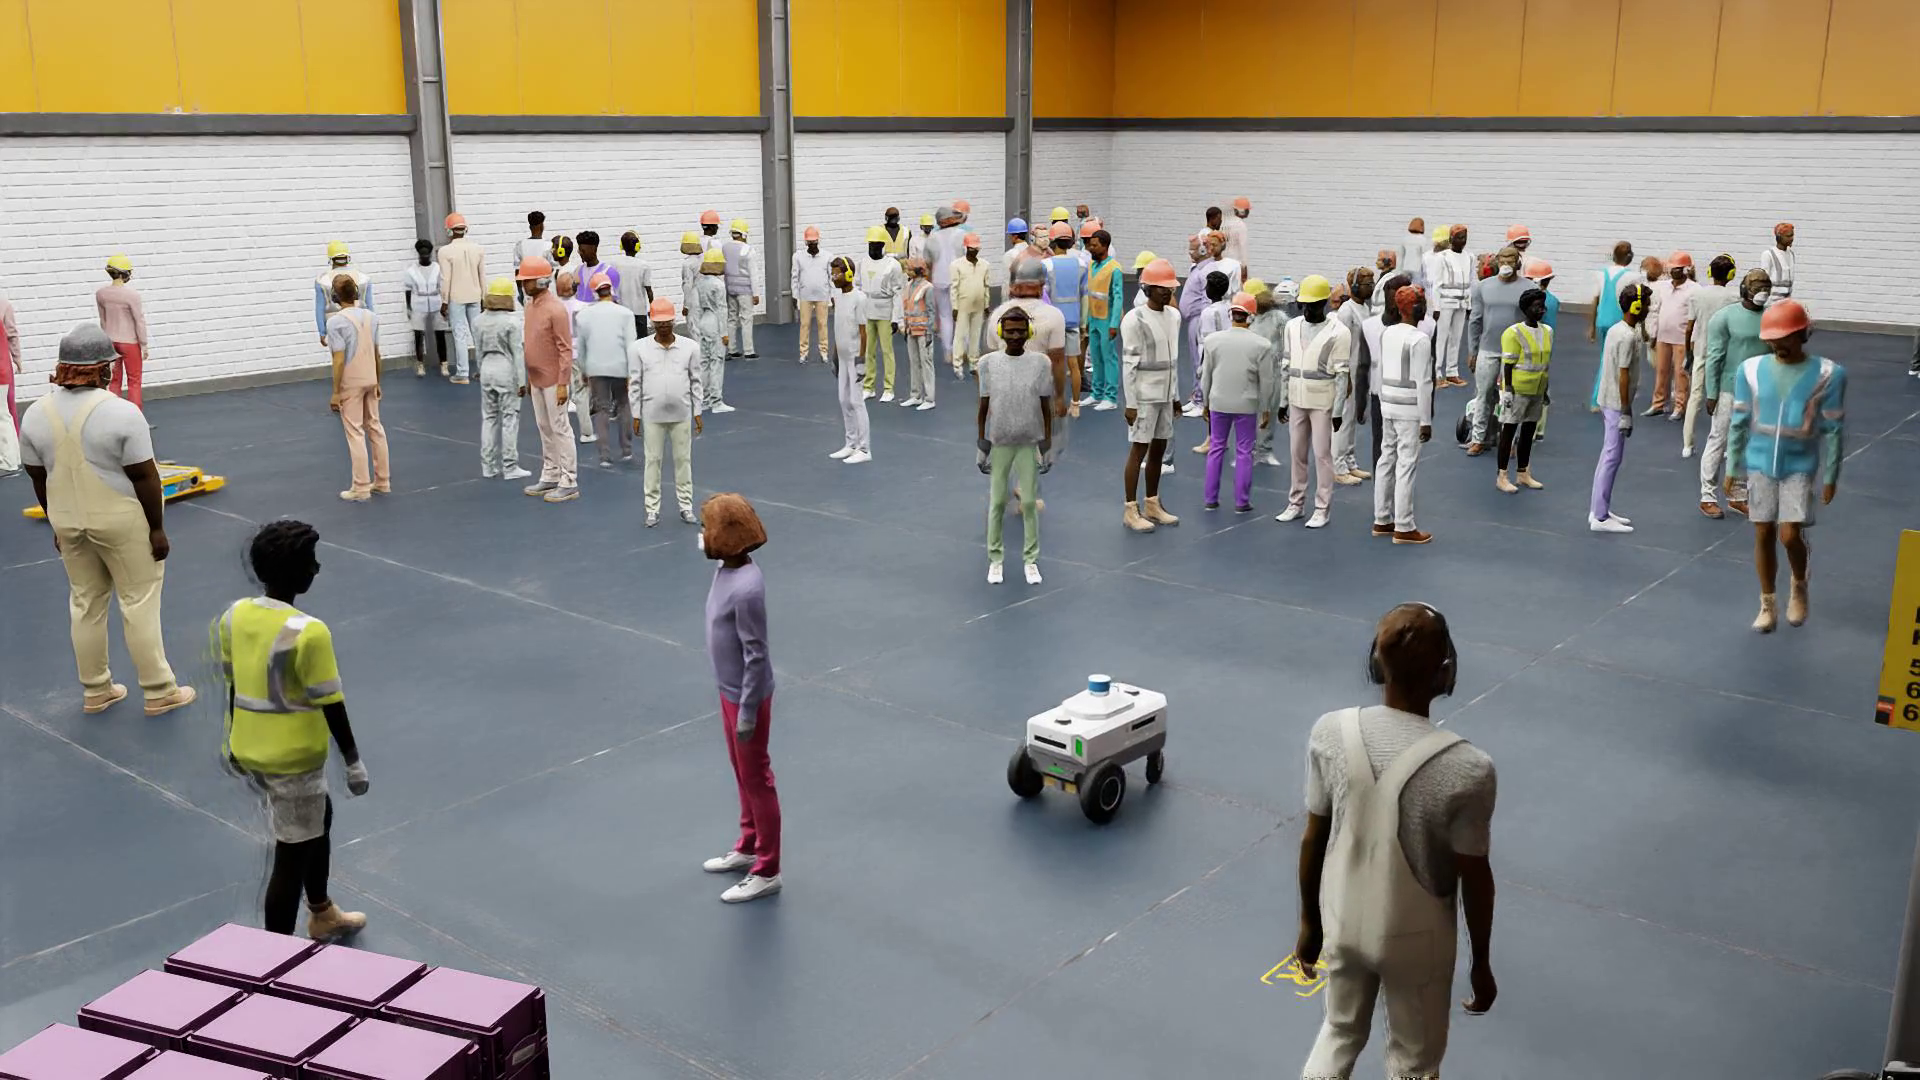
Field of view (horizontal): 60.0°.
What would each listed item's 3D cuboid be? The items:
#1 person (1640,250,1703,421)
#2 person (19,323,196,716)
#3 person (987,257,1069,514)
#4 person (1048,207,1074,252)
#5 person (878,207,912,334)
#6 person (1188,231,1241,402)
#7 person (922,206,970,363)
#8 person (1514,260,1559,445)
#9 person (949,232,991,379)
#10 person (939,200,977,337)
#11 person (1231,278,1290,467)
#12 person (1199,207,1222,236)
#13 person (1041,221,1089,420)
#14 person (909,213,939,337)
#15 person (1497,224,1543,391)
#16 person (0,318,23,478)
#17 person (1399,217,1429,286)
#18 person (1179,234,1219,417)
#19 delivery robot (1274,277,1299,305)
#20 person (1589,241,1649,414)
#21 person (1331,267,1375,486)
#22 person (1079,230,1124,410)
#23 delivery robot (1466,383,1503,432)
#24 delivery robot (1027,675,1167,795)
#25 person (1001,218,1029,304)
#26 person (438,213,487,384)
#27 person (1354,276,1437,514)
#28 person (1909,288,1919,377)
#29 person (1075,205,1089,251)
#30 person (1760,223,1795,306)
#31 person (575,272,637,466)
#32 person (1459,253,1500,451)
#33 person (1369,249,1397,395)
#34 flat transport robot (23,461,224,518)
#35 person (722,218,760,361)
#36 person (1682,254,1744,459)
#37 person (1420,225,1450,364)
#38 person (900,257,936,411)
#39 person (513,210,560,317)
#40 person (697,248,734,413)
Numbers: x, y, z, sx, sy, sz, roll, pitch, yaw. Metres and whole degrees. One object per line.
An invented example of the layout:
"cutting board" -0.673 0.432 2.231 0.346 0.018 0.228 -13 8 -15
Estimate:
"person" 7.367 -2.107 17.174 0.341 1.750 0.566 -8 16 -29
"person" -4.376 -0.104 8.590 0.674 2.000 0.535 2 14 8
"person" 0.568 -1.188 12.920 0.701 2.000 0.537 11 18 37
"person" 1.358 -3.525 22.490 0.366 1.927 0.591 4 14 14
"person" -0.988 -3.928 24.279 0.626 1.842 0.429 -4 14 -14
"person" 2.773 -2.435 18.227 0.577 1.883 0.353 6 15 23
"person" -0.130 -3.300 21.361 0.727 2.000 0.666 3 14 10
"person" 5.476 -1.785 15.887 0.329 1.751 0.571 11 18 38
"person" 0.133 -2.820 20.022 0.563 1.753 0.335 -9 16 -31
"person" -0.021 -3.910 24.007 0.630 1.930 1.034 10 17 34
"person" 2.686 -1.477 14.781 0.516 1.704 0.483 4 15 15
"person" 3.415 -3.644 23.011 0.391 1.910 0.592 6 15 21
"person" 1.023 -2.243 17.133 0.611 2.042 0.395 -6 15 -23
"person" -0.479 -3.792 23.882 0.524 1.770 0.315 -4 15 -15
"person" 5.914 -2.371 17.786 0.631 1.981 0.431 0 14 1
"person" -8.424 -1.412 14.426 0.354 1.741 0.568 -8 16 -28
"person" 6.923 -4.103 25.397 0.269 1.632 0.507 -12 18 -40
"person" 2.496 -2.243 17.421 0.408 1.903 0.638 0 14 0
"delivery robot" 5.355 -4.068 27.254 0.477 0.478 0.707 4 15 17
"person" 7.027 -2.257 17.669 0.905 1.802 0.527 -9 17 -32
"person" 3.355 -1.394 14.140 0.345 1.846 0.508 8 16 29
"person" 1.539 -2.356 17.836 0.398 1.920 0.590 -7 16 -26
"delivery robot" 5.157 -1.278 16.103 0.477 0.478 0.707 9 16 31
"delivery robot" 0.631 0.855 7.578 0.477 0.478 0.707 12 19 40
"person" 0.708 -2.817 19.640 0.610 1.940 0.415 -13 19 -42
"person" -5.882 -2.849 19.656 0.399 1.989 0.623 11 18 38
"person" 3.315 -1.056 12.682 0.614 1.893 0.629 3 14 13
"person" 11.812 -2.912 20.088 0.401 1.909 0.588 2 14 7
"person" 2.178 -5.071 29.272 0.312 1.634 0.514 2 14 10
"person" 9.647 -2.797 19.672 0.575 1.882 0.355 -10 17 -34
"person" -3.173 -1.545 15.012 0.581 1.706 0.752 0 14 -1
"person" 4.955 -1.756 15.586 0.372 1.843 0.570 9 16 31
"person" 4.794 -2.463 18.825 0.310 1.642 0.514 1 14 5
"flat transport robot" -6.703 -0.404 13.376 0.652 0.197 1.431 5 15 17
"person" -2.840 -3.233 21.531 0.592 1.826 0.403 9 16 31
"person" 6.867 -1.665 15.176 0.515 1.872 0.328 11 18 38
"person" 6.078 -3.067 20.943 0.594 1.799 0.880 9 16 31
"person" -0.439 -2.214 17.833 0.315 1.638 0.518 -9 17 -32
"person" -5.257 -3.128 20.825 0.613 1.964 0.361 2 14 6
"person" -2.608 -2.229 17.707 0.332 1.734 0.482 -10 17 -35
